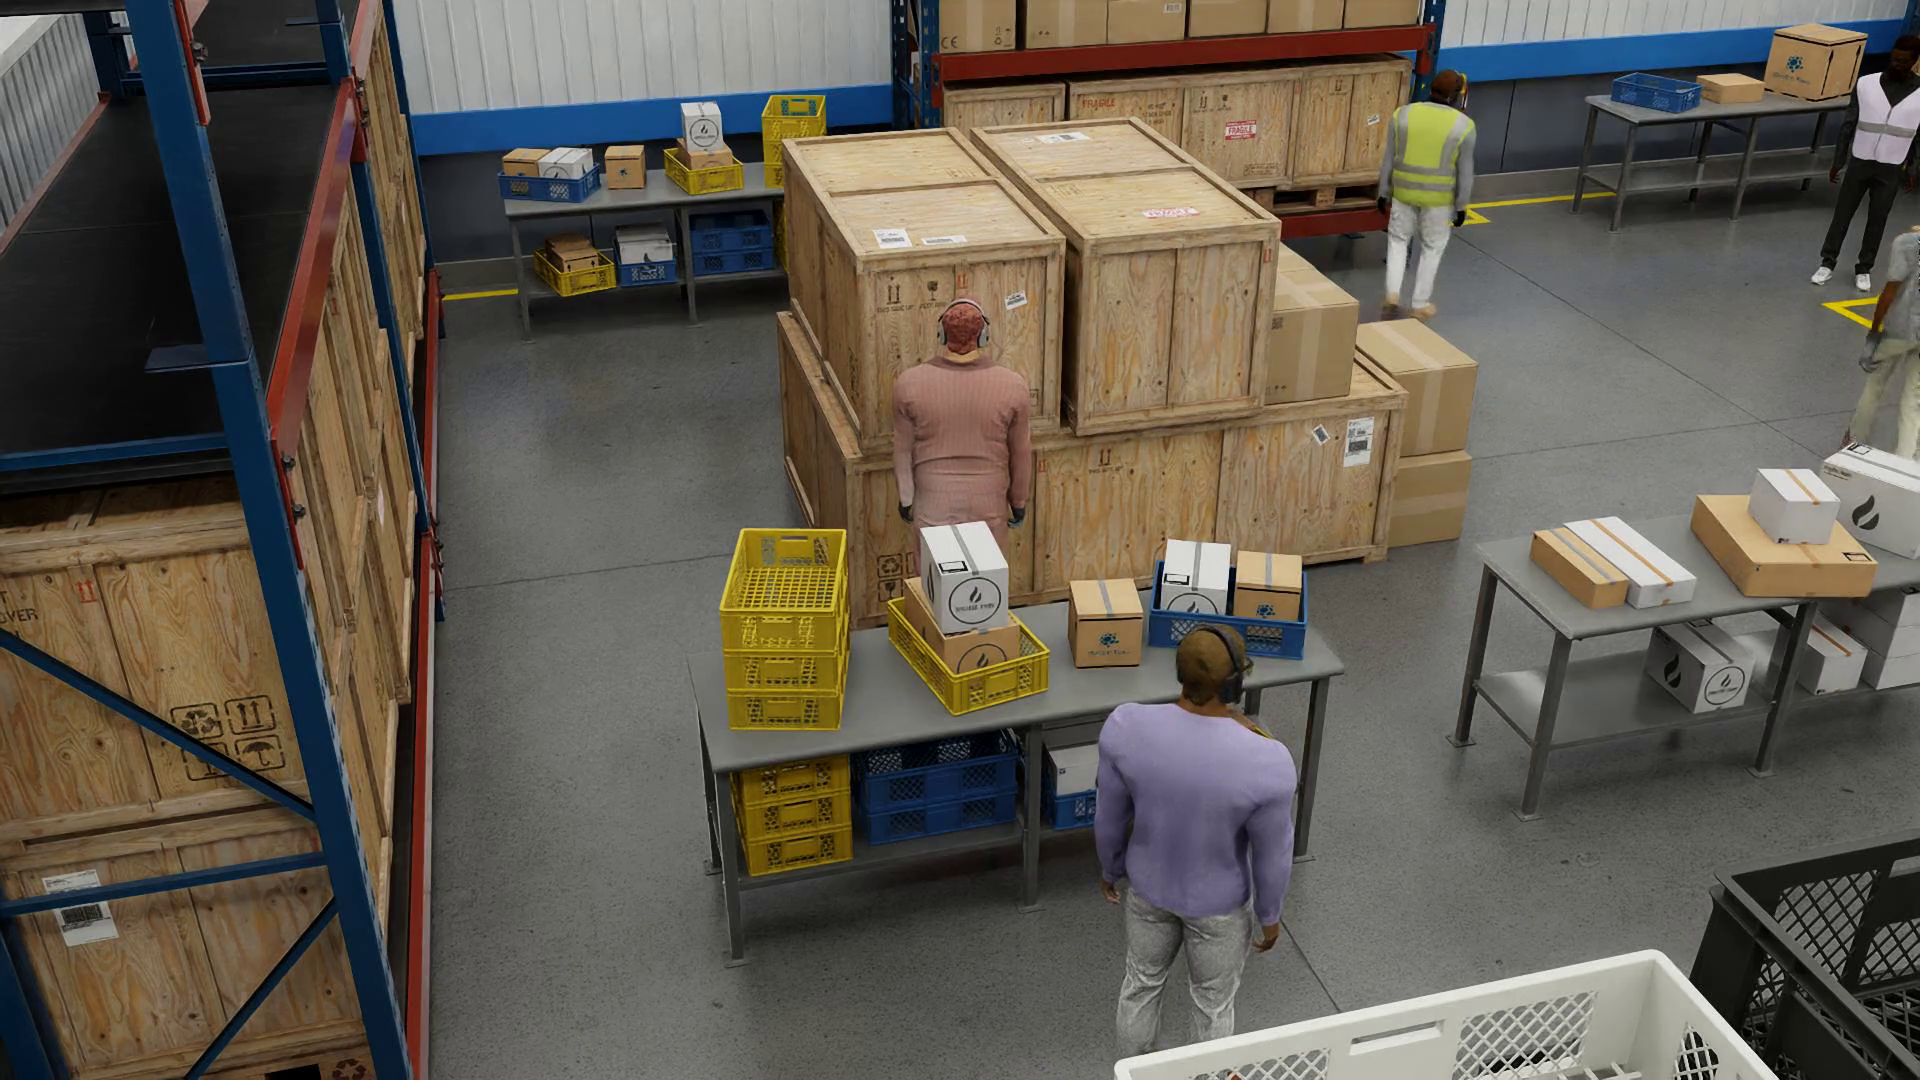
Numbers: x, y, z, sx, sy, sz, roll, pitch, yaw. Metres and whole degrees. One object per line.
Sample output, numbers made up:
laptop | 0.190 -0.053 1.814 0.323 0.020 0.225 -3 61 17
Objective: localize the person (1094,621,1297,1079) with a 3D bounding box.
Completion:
person | 0.735 1.119 5.342 0.635 1.936 0.351 13 31 22

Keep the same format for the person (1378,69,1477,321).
person | 3.328 -2.457 11.964 0.661 1.813 0.528 16 32 26

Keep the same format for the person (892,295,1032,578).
person | 0.010 -0.231 7.840 0.644 1.900 0.396 0 29 1

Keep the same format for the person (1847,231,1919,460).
person | 5.508 -1.191 9.667 0.570 1.800 0.983 7 30 12

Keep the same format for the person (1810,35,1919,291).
person | 6.921 -2.847 12.562 0.596 1.915 0.372 15 32 25
